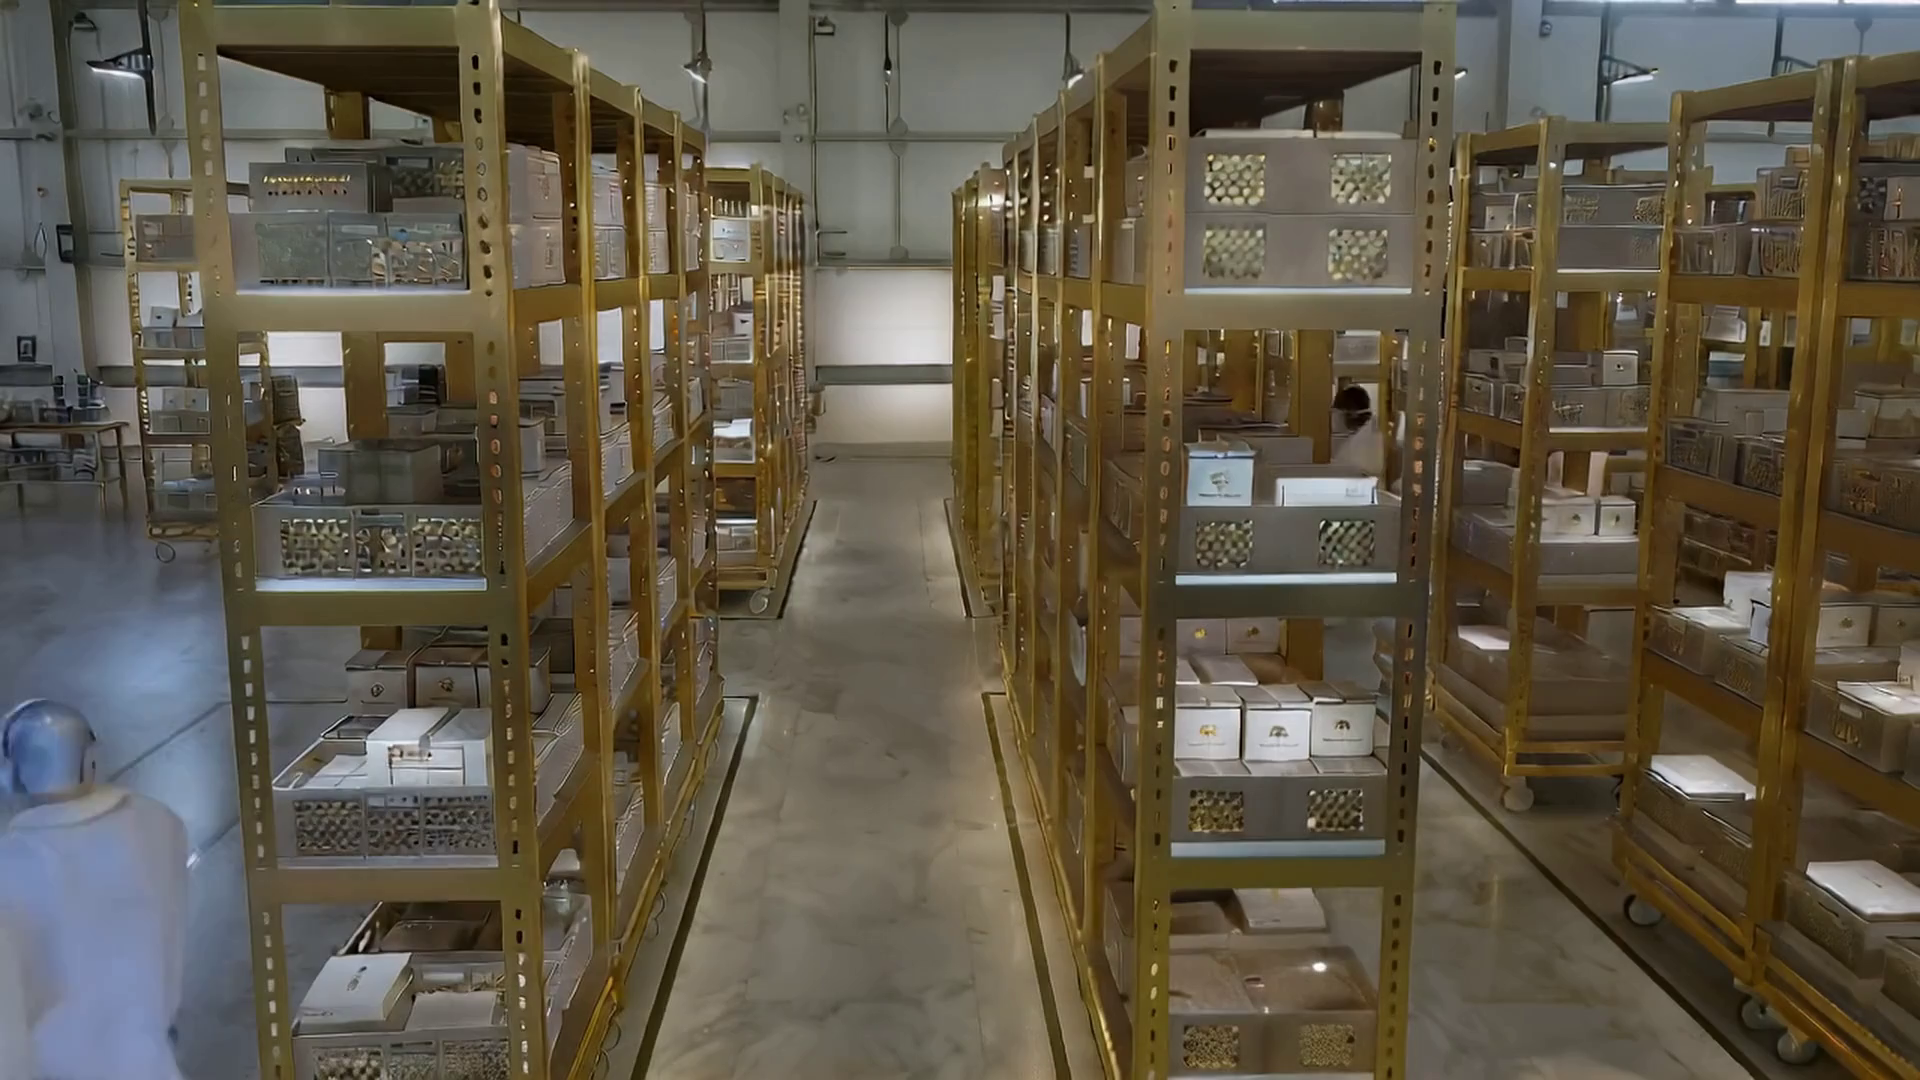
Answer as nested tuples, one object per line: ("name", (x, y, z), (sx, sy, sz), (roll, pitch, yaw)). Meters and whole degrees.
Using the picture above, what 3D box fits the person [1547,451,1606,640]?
("person", (4.435, -0.060, 12.059), (0.570, 1.849, 0.381), (-7, 12, -36))

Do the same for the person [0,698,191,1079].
("person", (-2.164, 1.315, 4.199), (0.878, 1.866, 0.642), (5, 11, 28))

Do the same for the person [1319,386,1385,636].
("person", (3.060, -0.181, 12.478), (0.999, 1.954, 0.628), (9, 13, 42))
